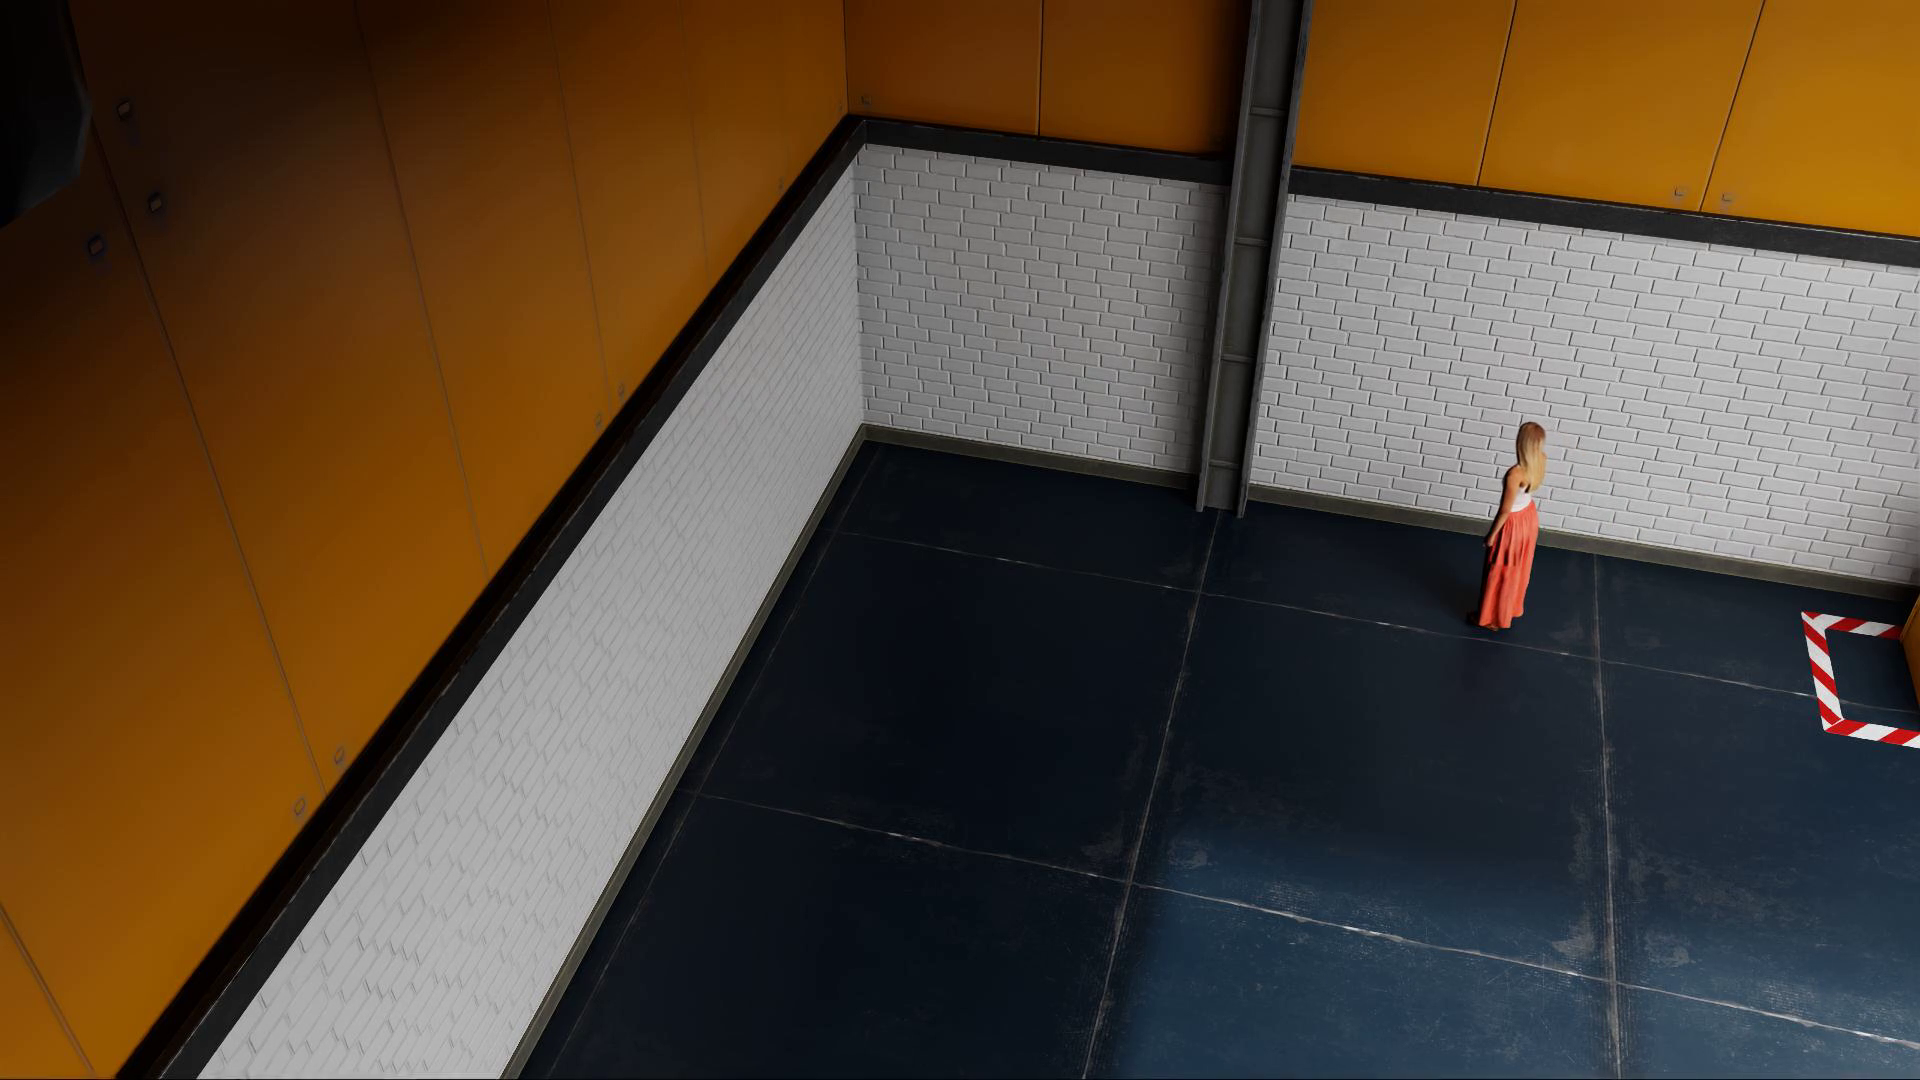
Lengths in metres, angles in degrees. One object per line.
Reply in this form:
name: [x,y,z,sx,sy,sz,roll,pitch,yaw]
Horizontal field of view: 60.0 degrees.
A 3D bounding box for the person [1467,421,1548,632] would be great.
person: [4.063,-0.098,12.214,0.732,1.801,0.753,-30,47,-32]
